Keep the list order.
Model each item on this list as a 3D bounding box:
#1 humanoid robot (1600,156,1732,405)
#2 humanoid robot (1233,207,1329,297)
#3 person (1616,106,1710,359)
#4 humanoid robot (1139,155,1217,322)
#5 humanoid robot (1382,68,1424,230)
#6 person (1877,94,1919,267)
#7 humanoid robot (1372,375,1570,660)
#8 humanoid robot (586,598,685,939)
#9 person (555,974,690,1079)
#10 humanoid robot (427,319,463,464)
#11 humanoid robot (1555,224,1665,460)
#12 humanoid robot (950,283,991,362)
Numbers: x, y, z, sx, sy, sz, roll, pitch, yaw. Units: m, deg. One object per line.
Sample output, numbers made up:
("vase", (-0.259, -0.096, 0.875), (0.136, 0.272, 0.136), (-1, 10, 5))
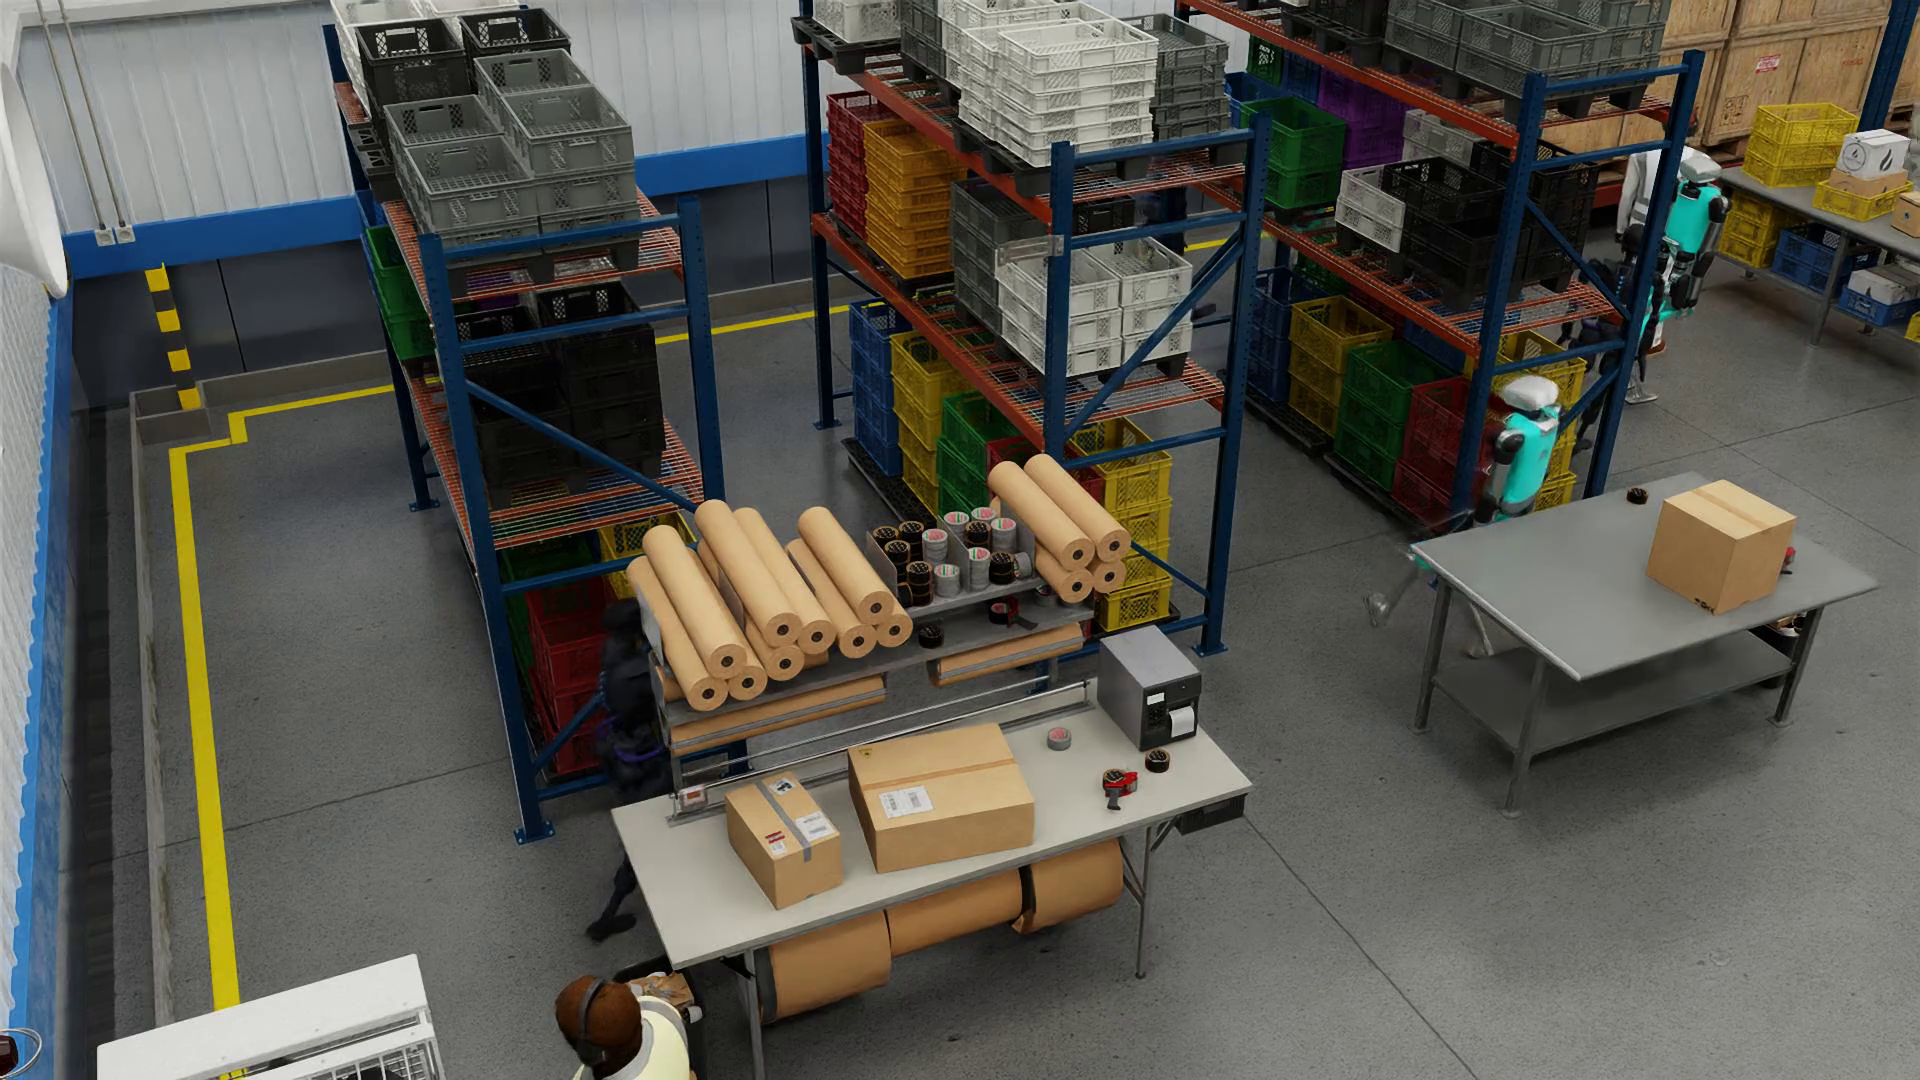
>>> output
("humanoid robot", (4.671, -1.728, 11.280), (0.739, 1.693, 0.534), (-10, 33, -16))
("humanoid robot", (2.519, -2.580, 12.803), (1.058, 1.737, 0.532), (16, 35, 24))
("person", (5.050, -2.234, 12.059), (0.572, 1.883, 0.357), (21, 37, 30))
("humanoid robot", (1.596, -2.403, 12.570), (0.765, 1.627, 0.612), (-7, 32, -11))
("humanoid robot", (3.621, -3.245, 13.898), (0.405, 1.653, 0.588), (2, 32, 3))
("person", (7.806, -3.067, 13.383), (0.628, 1.916, 0.625), (4, 32, 7))
("humanoid robot", (2.631, -0.143, 8.842), (0.558, 1.805, 0.932), (-24, 39, -34))
("humanoid robot", (-1.363, 0.945, 7.131), (0.745, 1.628, 0.590), (-22, 38, -31))
("person", (-1.013, 2.041, 5.157), (0.429, 1.840, 0.630), (1, 32, 2))
("humanoid robot", (-3.257, -1.216, 10.600), (0.366, 1.644, 0.602), (-20, 37, -29))
("humanoid robot", (4.115, -1.246, 10.681), (0.613, 1.643, 0.506), (14, 34, 22))
("humanoid robot", (0.212, -1.945, 11.781), (0.752, 1.840, 0.542), (23, 38, 32))
